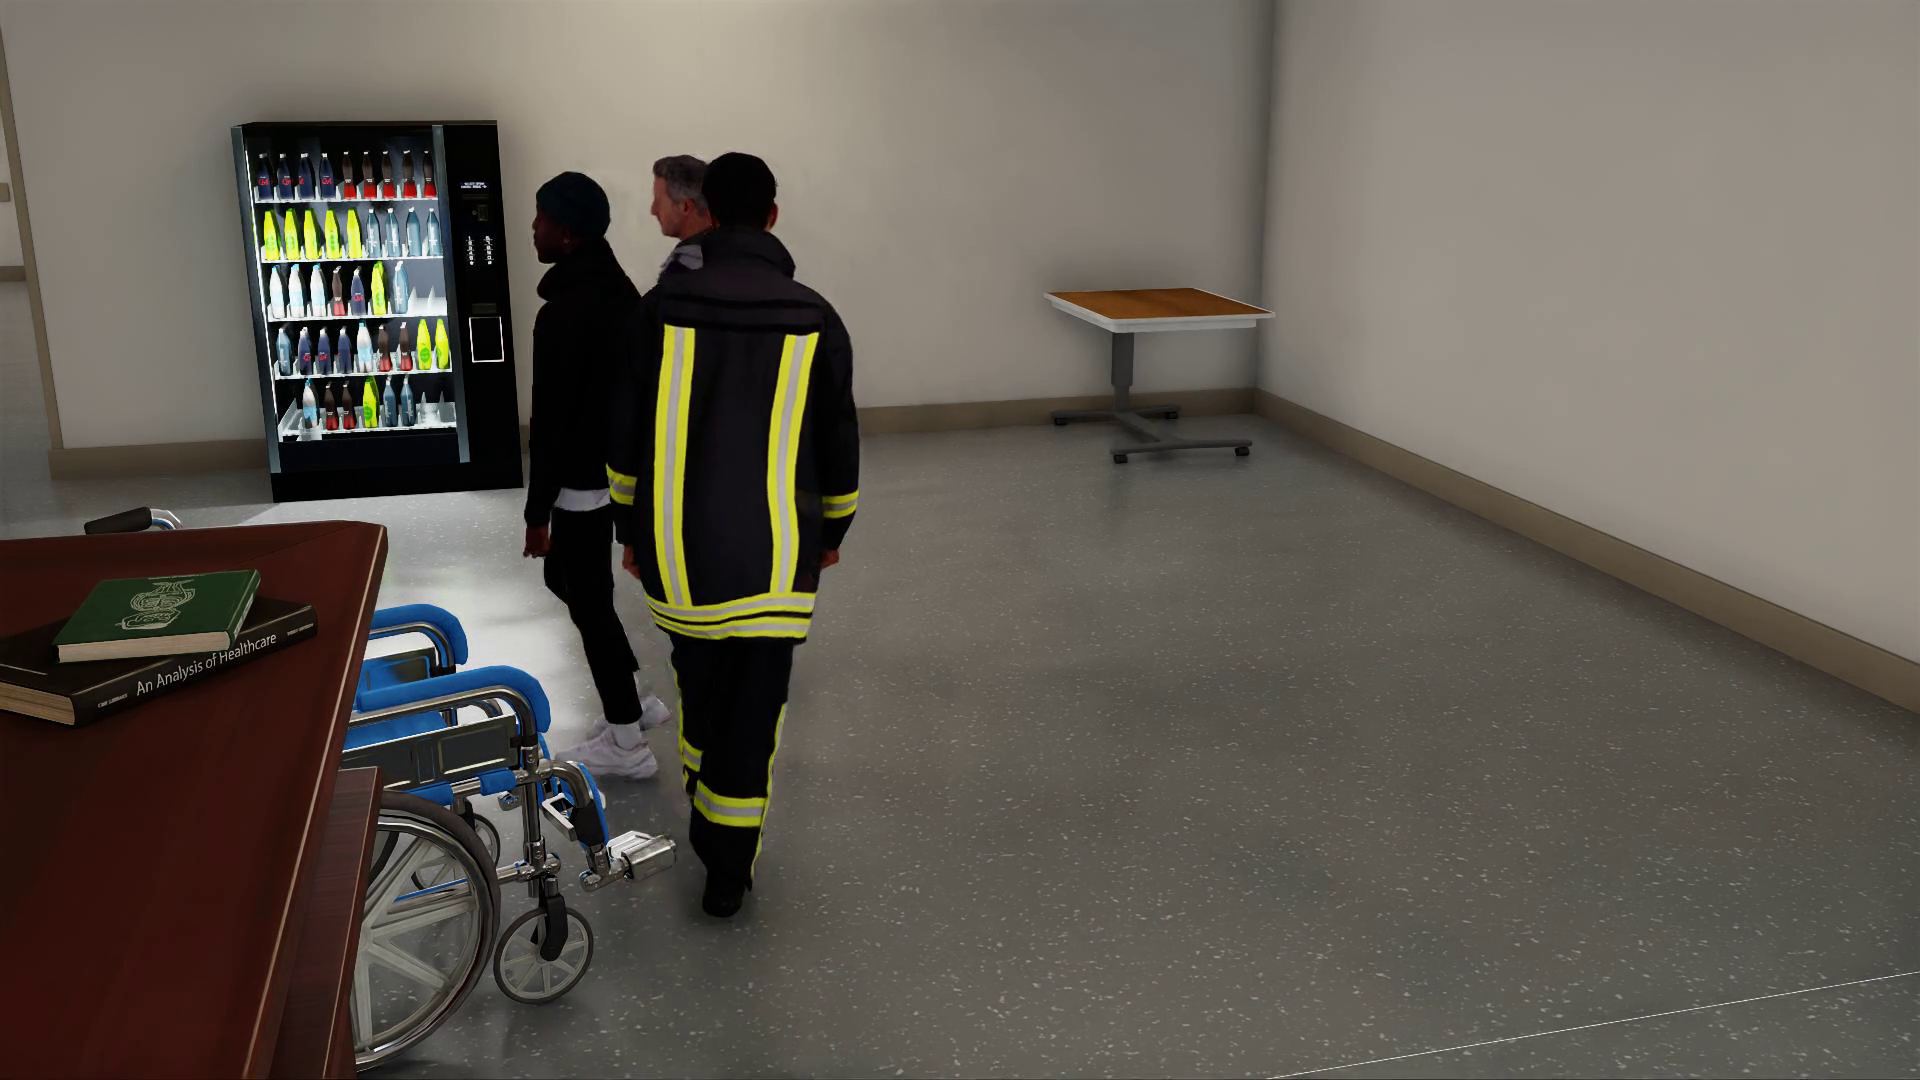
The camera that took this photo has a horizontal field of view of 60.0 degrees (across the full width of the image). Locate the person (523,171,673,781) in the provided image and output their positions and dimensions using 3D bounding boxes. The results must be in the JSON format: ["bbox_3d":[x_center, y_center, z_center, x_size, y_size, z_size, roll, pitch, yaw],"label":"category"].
[{"bbox_3d":[-0.996,-0.157,4.895,0.802,1.805,0.794,3,16,10],"label":"person"}]

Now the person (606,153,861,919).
[{"bbox_3d":[-0.567,0.029,4.107,0.945,1.874,0.973,-1,16,-3],"label":"person"}]
